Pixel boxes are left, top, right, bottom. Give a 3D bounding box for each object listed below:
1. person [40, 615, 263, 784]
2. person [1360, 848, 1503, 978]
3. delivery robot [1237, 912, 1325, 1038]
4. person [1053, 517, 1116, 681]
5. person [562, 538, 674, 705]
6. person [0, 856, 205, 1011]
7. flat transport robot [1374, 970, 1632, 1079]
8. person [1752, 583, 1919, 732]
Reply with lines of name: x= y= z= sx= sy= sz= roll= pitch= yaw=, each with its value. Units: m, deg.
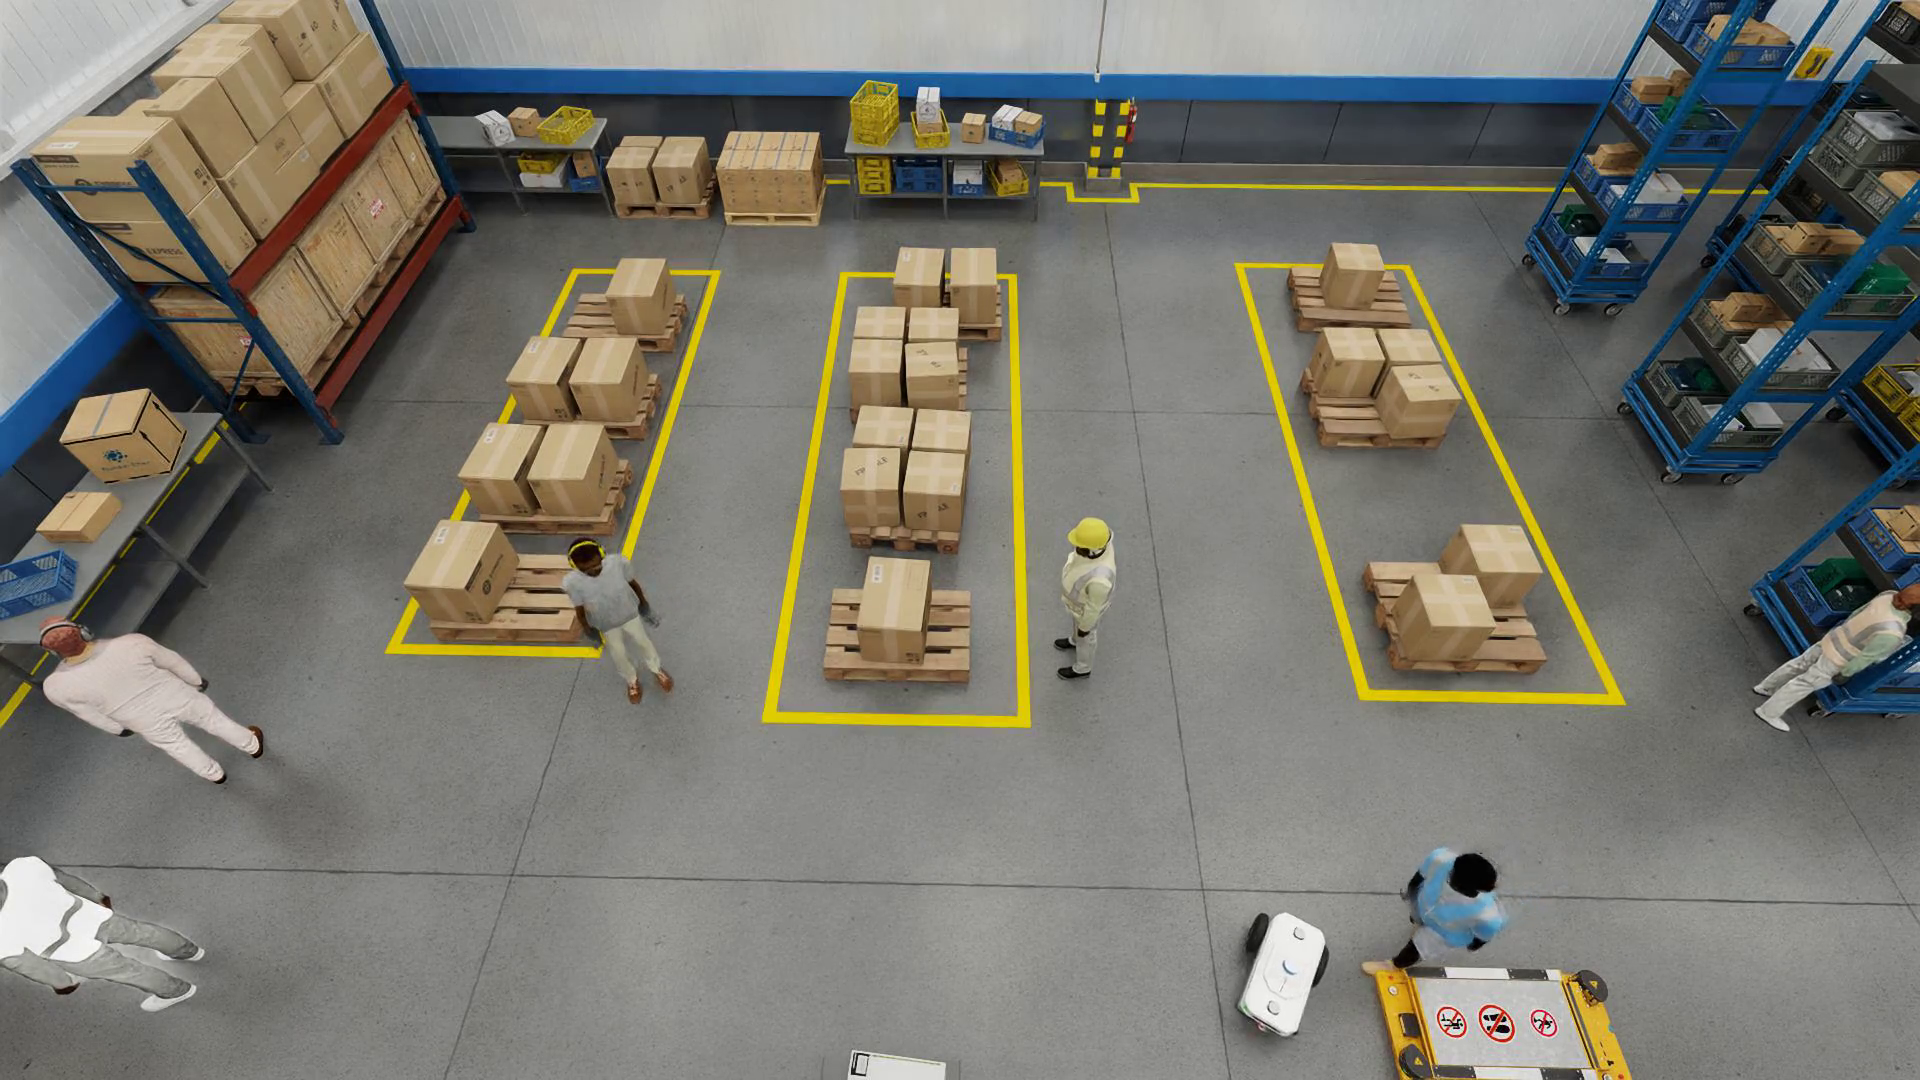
person: x=-5.726 y=1.132 z=6.498 sx=0.407 sy=1.908 sz=0.641 roll=35 pitch=59 yaw=25
person: x=3.070 y=2.298 z=5.703 sx=0.686 sy=1.655 sz=0.535 roll=-12 pitch=52 yaw=-10
delivery robot: x=2.089 y=2.815 z=5.933 sx=0.477 sy=0.478 sz=0.707 roll=25 pitch=55 yaw=19
person: x=0.964 y=0.454 z=7.106 sx=0.403 sy=1.823 sz=0.581 roll=1 pitch=51 yaw=1
person: x=-2.592 y=0.610 z=6.950 sx=0.528 sy=1.866 sz=0.307 roll=-28 pitch=56 yaw=-21
person: x=-5.282 y=2.374 z=5.481 sx=0.392 sy=1.914 sz=0.587 roll=-9 pitch=51 yaw=-7
flat transport robot: x=3.501 y=3.133 z=5.914 sx=1.431 sy=0.197 sz=0.652 roll=1 pitch=51 yaw=1
person: x=6.643 y=0.852 z=6.900 sx=0.316 sy=1.634 sz=0.522 roll=25 pitch=55 yaw=19
